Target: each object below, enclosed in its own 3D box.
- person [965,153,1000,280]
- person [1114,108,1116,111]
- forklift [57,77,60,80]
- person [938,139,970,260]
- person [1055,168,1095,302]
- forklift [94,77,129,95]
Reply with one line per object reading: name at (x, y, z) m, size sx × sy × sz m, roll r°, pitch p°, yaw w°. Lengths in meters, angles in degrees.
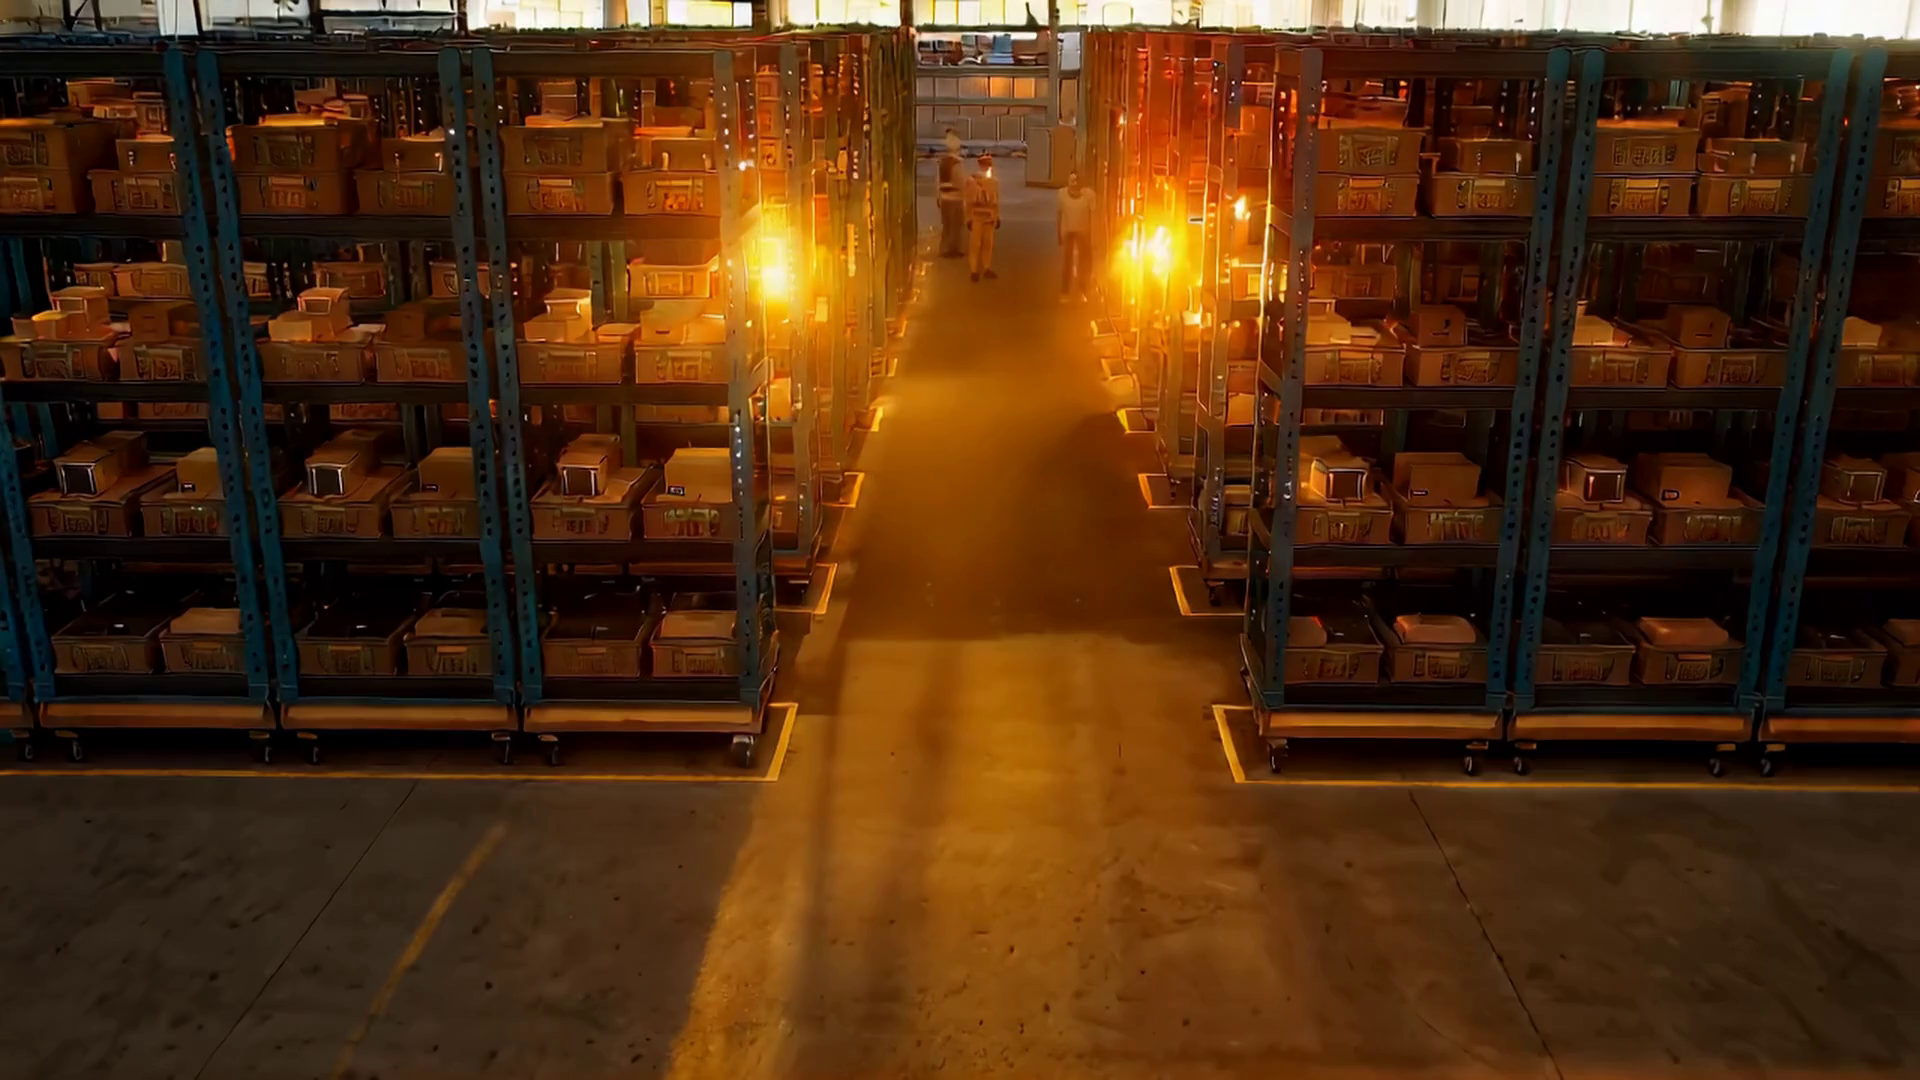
person at (0.352, -4.773, 24.567) m, size 0.588 × 1.835 × 0.403 m, roll -12°, pitch 21°, yaw -34°
person at (4.188, -11.141, 45.004) m, size 0.424 × 1.758 × 0.537 m, roll 1°, pitch 17°, yaw 2°
forklift at (-24.120, -11.388, 43.932) m, size 1.129 × 2.768 × 1.873 m, roll -13°, pitch 22°, yaw -35°
person at (-0.140, -5.446, 26.610) m, size 0.482 × 1.904 × 0.678 m, roll -15°, pitch 23°, yaw -40°
person at (1.589, -4.220, 22.872) m, size 0.562 × 1.803 × 0.943 m, roll 4°, pitch 18°, yaw 13°
forklift at (-23.965, -12.391, 47.129) m, size 1.129 × 2.768 × 1.873 m, roll 0°, pitch 17°, yaw 0°
